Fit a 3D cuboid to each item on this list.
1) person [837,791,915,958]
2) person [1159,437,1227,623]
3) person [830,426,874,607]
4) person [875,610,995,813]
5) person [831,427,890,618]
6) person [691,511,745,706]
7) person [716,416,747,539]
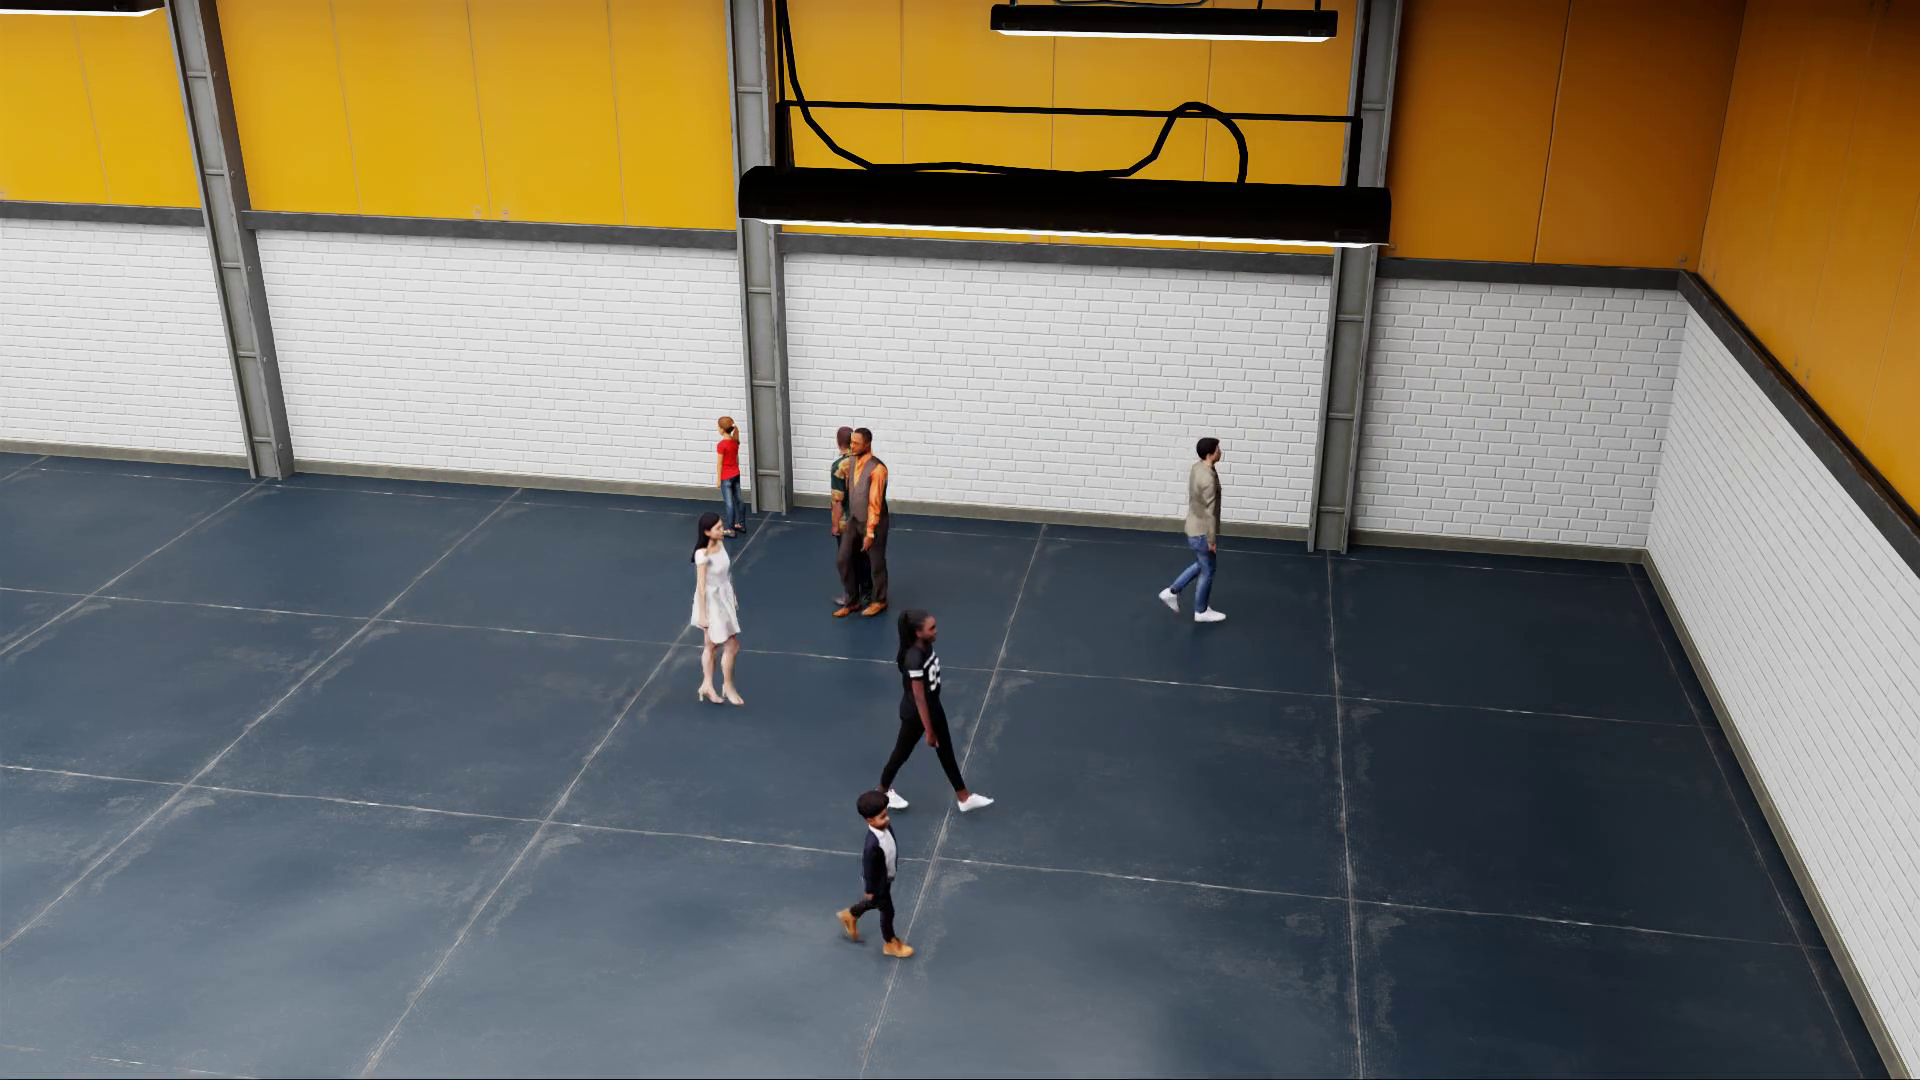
[{"bbox_3d":[-0.584,2.199,11.025,0.830,1.211,0.587,8,25,18],"label":"person"},{"bbox_3d":[2.172,-0.082,15.445,0.956,1.849,0.833,-2,24,-4],"label":"person"},{"bbox_3d":[-1.021,-0.225,15.825,0.826,1.806,0.808,18,29,35],"label":"person"},{"bbox_3d":[-0.377,1.320,12.450,1.170,1.680,0.675,6,24,13],"label":"person"},{"bbox_3d":[-0.793,-0.174,15.603,0.924,1.891,0.969,21,31,40],"label":"person"},{"bbox_3d":[-2.151,0.583,14.032,0.766,1.763,0.653,6,24,13],"label":"person"},{"bbox_3d":[-2.402,-0.669,17.465,0.559,1.307,0.528,14,27,29],"label":"person"}]
